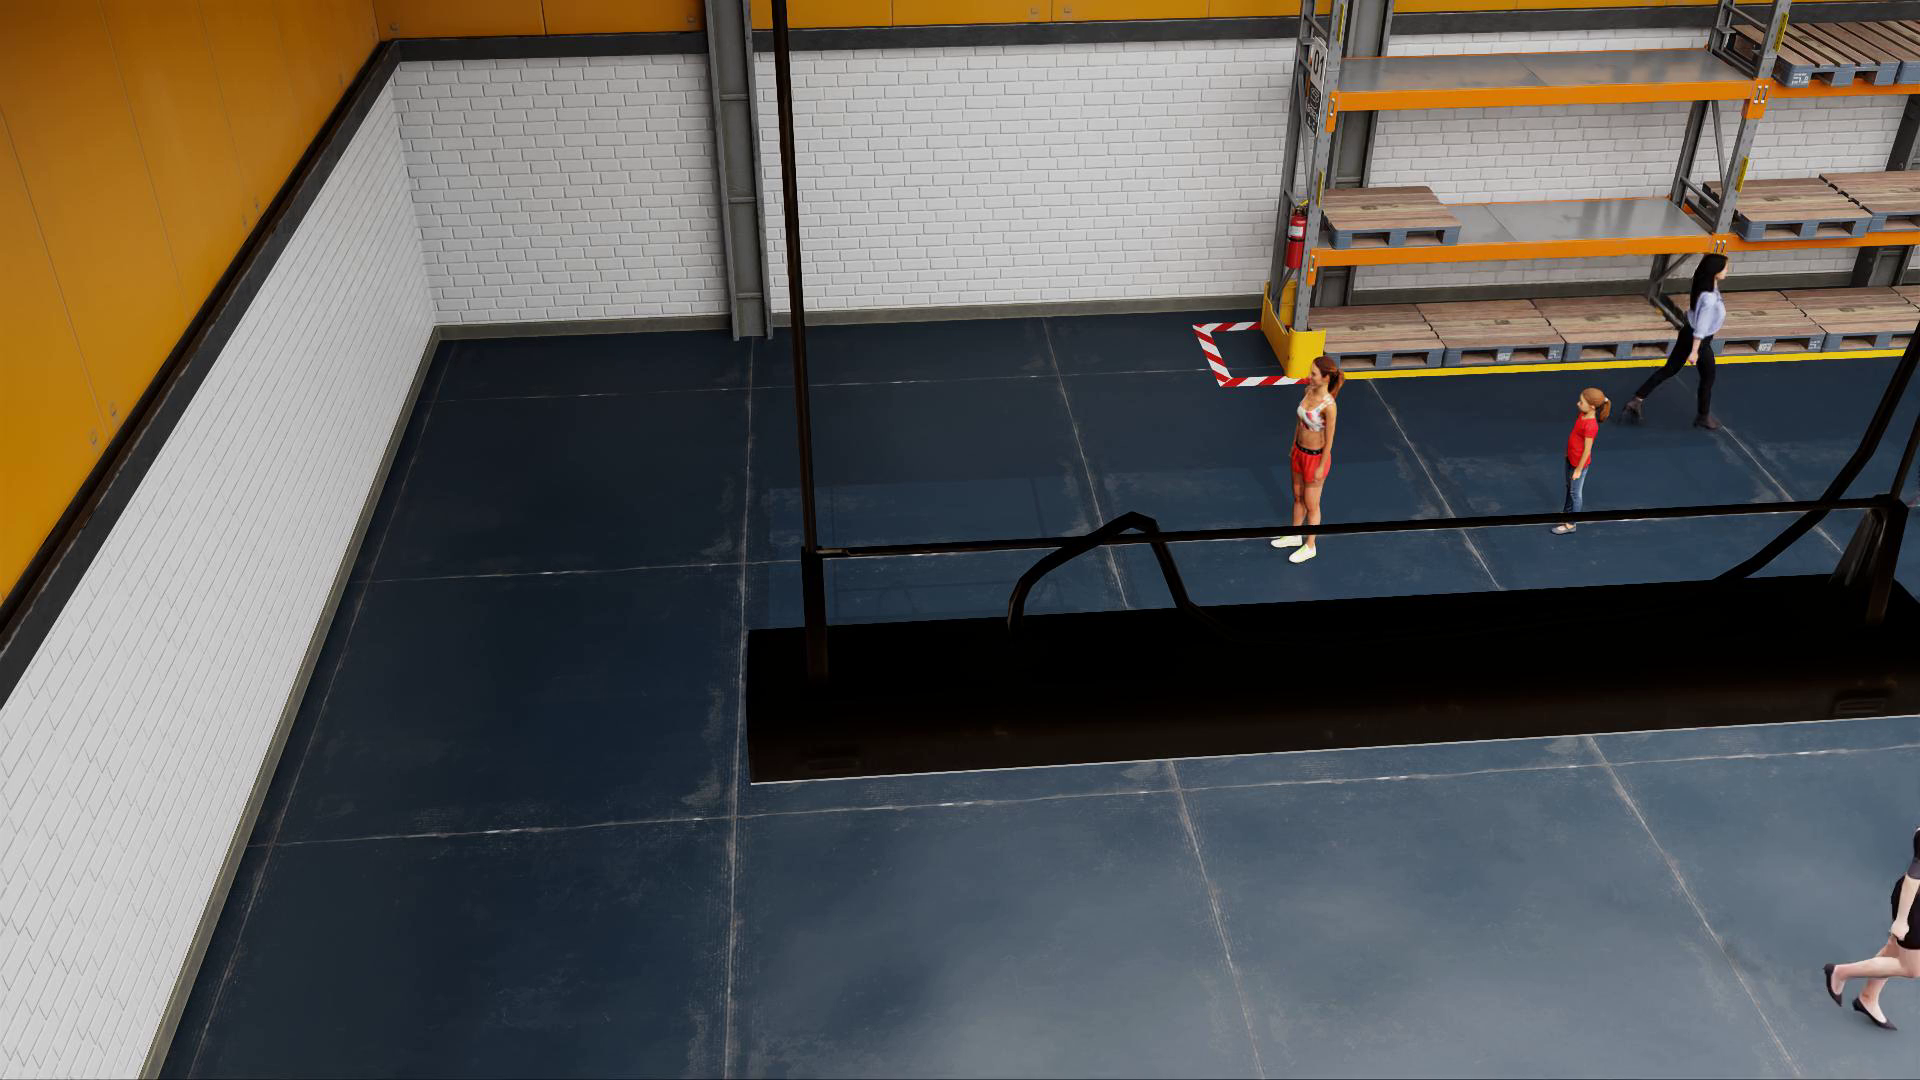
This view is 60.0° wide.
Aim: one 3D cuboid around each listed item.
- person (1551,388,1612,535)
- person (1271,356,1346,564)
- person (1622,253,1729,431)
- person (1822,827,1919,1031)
[{"bbox_3d":[5.078,-0.657,13.640,0.535,1.310,0.531,3,34,5],"label":"person"},{"bbox_3d":[2.787,-0.652,13.197,0.651,1.791,0.644,-13,36,-18],"label":"person"},{"bbox_3d":[6.492,-1.756,14.940,1.174,1.702,0.821,4,34,7],"label":"person"},{"bbox_3d":[5.184,1.980,9.209,0.844,1.823,0.784,27,42,34],"label":"person"}]
